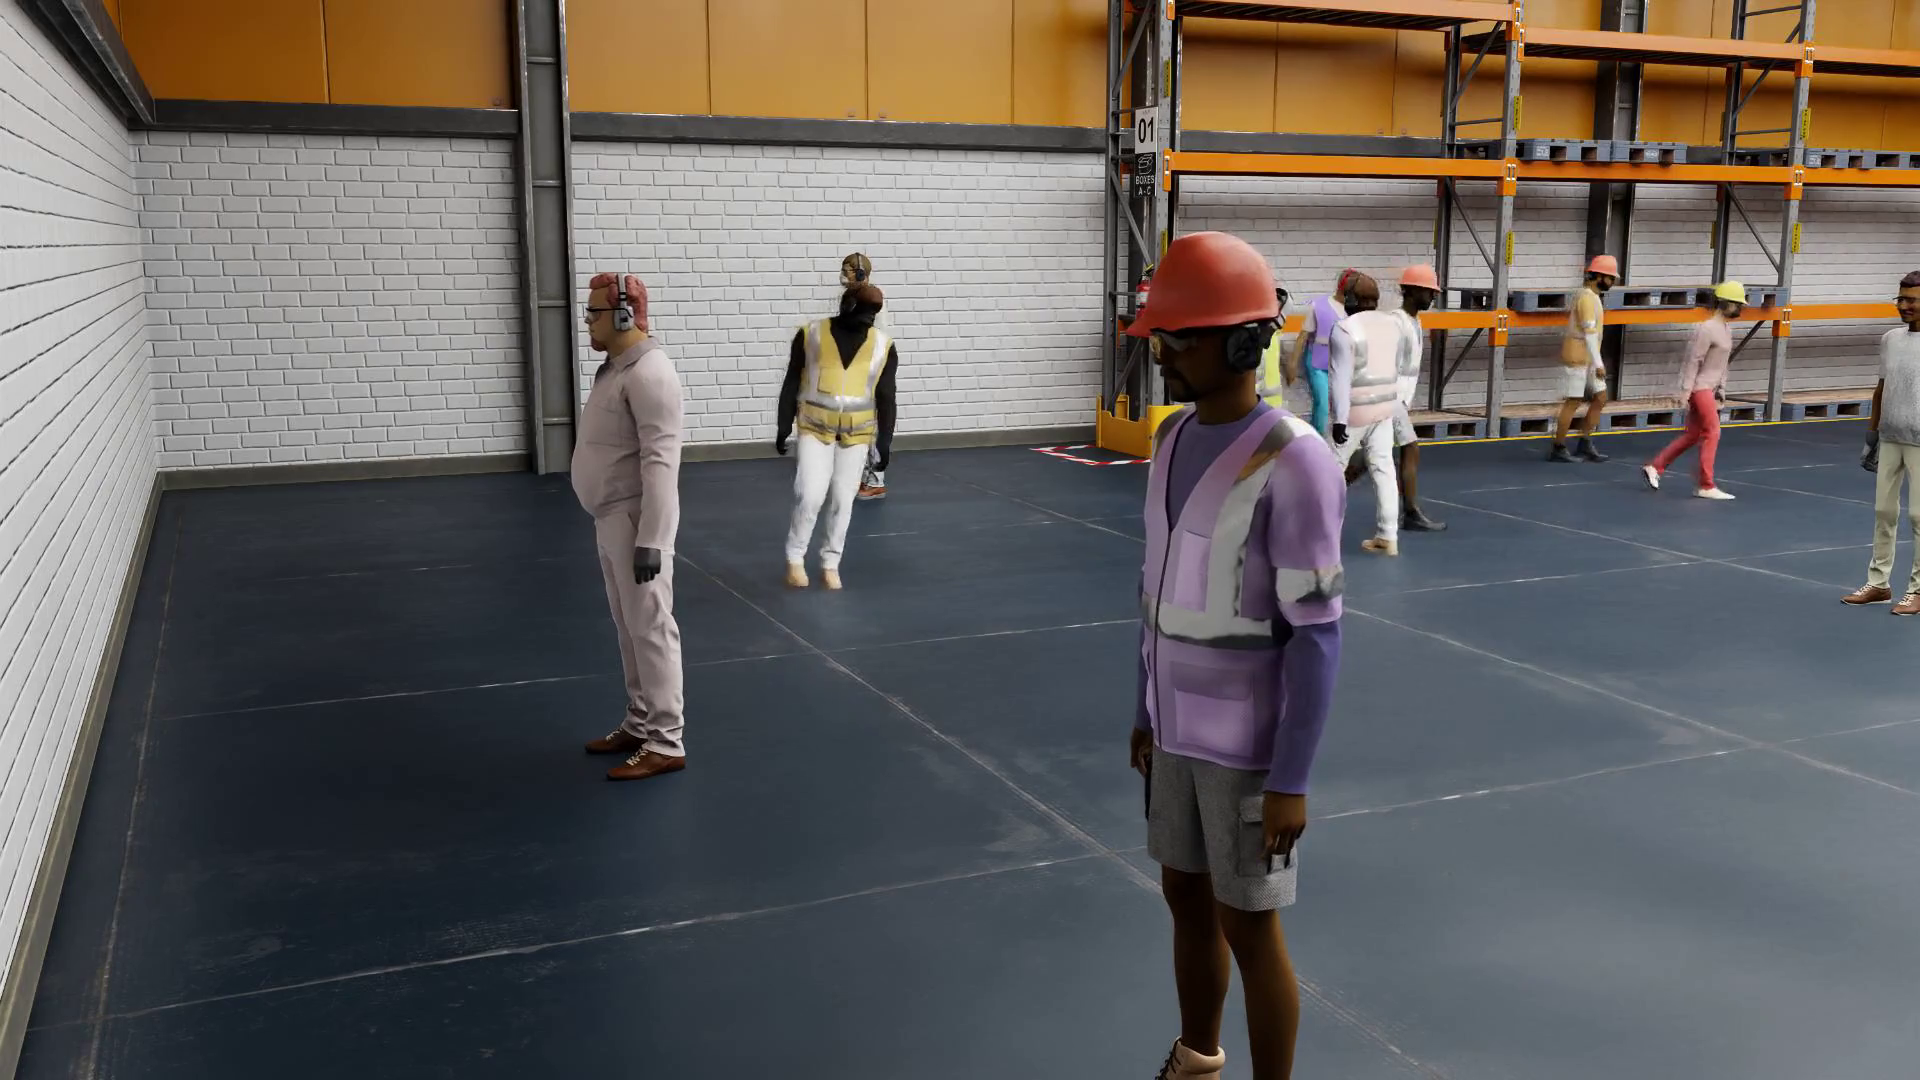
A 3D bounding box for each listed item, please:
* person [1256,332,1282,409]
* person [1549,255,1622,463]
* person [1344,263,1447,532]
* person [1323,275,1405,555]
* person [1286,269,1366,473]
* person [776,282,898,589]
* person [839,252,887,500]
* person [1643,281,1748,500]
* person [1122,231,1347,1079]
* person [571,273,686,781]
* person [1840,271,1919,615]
[{"bbox_3d":[1.592,-0.654,9.968,0.925,1.797,0.653,5,11,27],"label":"person"},{"bbox_3d":[5.721,-1.627,15.114,0.639,1.904,0.554,6,12,30],"label":"person"},{"bbox_3d":[2.968,-1.004,11.723,0.928,1.886,0.582,5,11,26],"label":"person"},{"bbox_3d":[2.574,-0.831,10.959,0.656,1.793,0.934,-6,12,-31],"label":"person"},{"bbox_3d":[3.208,-1.426,14.316,0.650,1.784,0.812,-6,12,-29],"label":"person"},{"bbox_3d":[-0.703,-0.593,9.655,0.710,1.792,0.432,-2,10,-12],"label":"person"},{"bbox_3d":[-0.777,-1.288,13.119,0.355,1.938,0.636,-4,11,-23],"label":"person"},{"bbox_3d":[5.826,-1.199,13.221,0.708,1.721,0.528,7,13,35],"label":"person"},{"bbox_3d":[0.514,0.392,3.475,0.390,2.039,0.615,-4,11,-23],"label":"person"},{"bbox_3d":[-1.265,-0.051,6.320,0.405,1.906,0.652,-4,11,-23],"label":"person"},{"bbox_3d":[5.164,-0.524,9.067,0.311,1.865,0.534,-4,11,-23],"label":"person"}]
